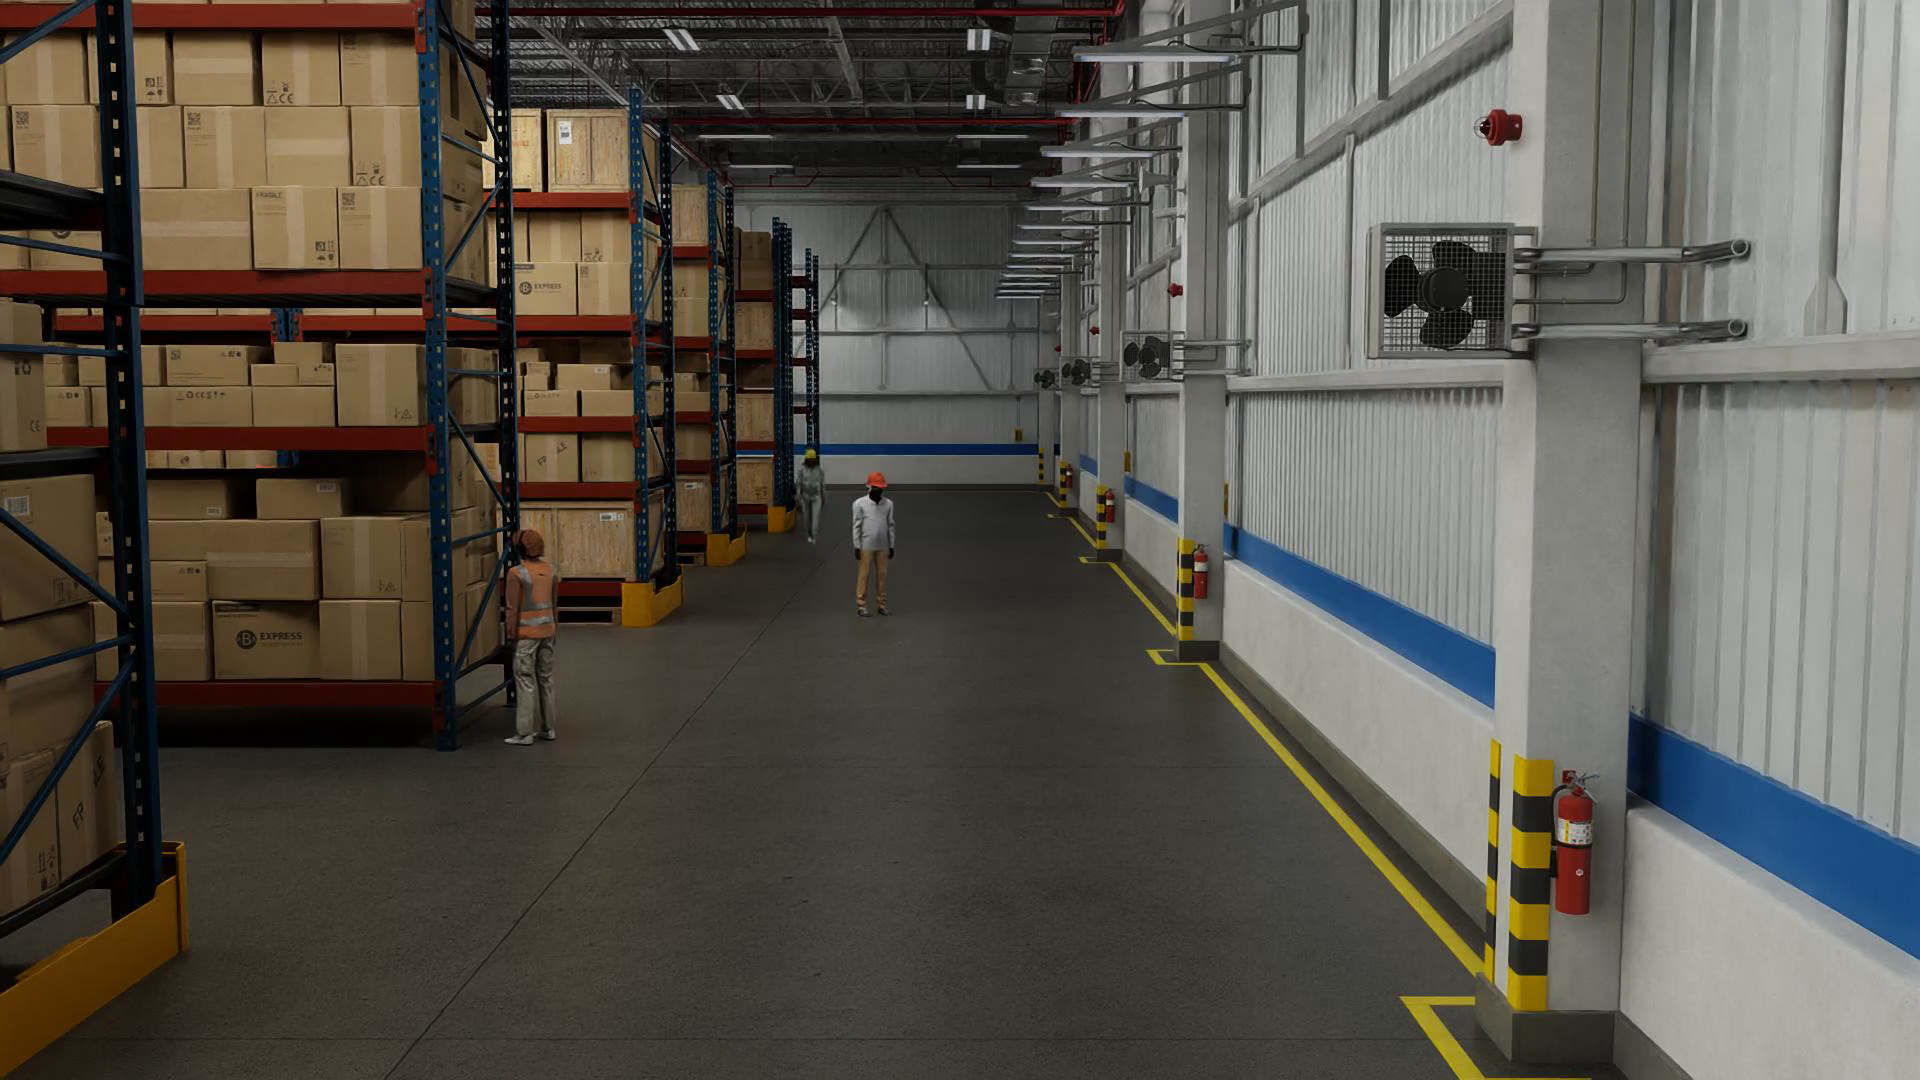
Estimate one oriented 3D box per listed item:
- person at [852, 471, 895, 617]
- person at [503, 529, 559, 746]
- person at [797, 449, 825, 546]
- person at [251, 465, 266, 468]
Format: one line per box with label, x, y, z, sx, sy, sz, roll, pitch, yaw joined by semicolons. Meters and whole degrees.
person;-1.013;0.053;19.843;0.569;1.743;0.349;-3;6;-30
person;-3.228;0.732;12.576;0.315;1.630;0.528;3;6;29
person;-2.655;-0.773;29.670;0.494;1.709;0.842;0;5;-3
person;-7.477;0.133;18.016;0.921;1.910;0.549;0;5;0
